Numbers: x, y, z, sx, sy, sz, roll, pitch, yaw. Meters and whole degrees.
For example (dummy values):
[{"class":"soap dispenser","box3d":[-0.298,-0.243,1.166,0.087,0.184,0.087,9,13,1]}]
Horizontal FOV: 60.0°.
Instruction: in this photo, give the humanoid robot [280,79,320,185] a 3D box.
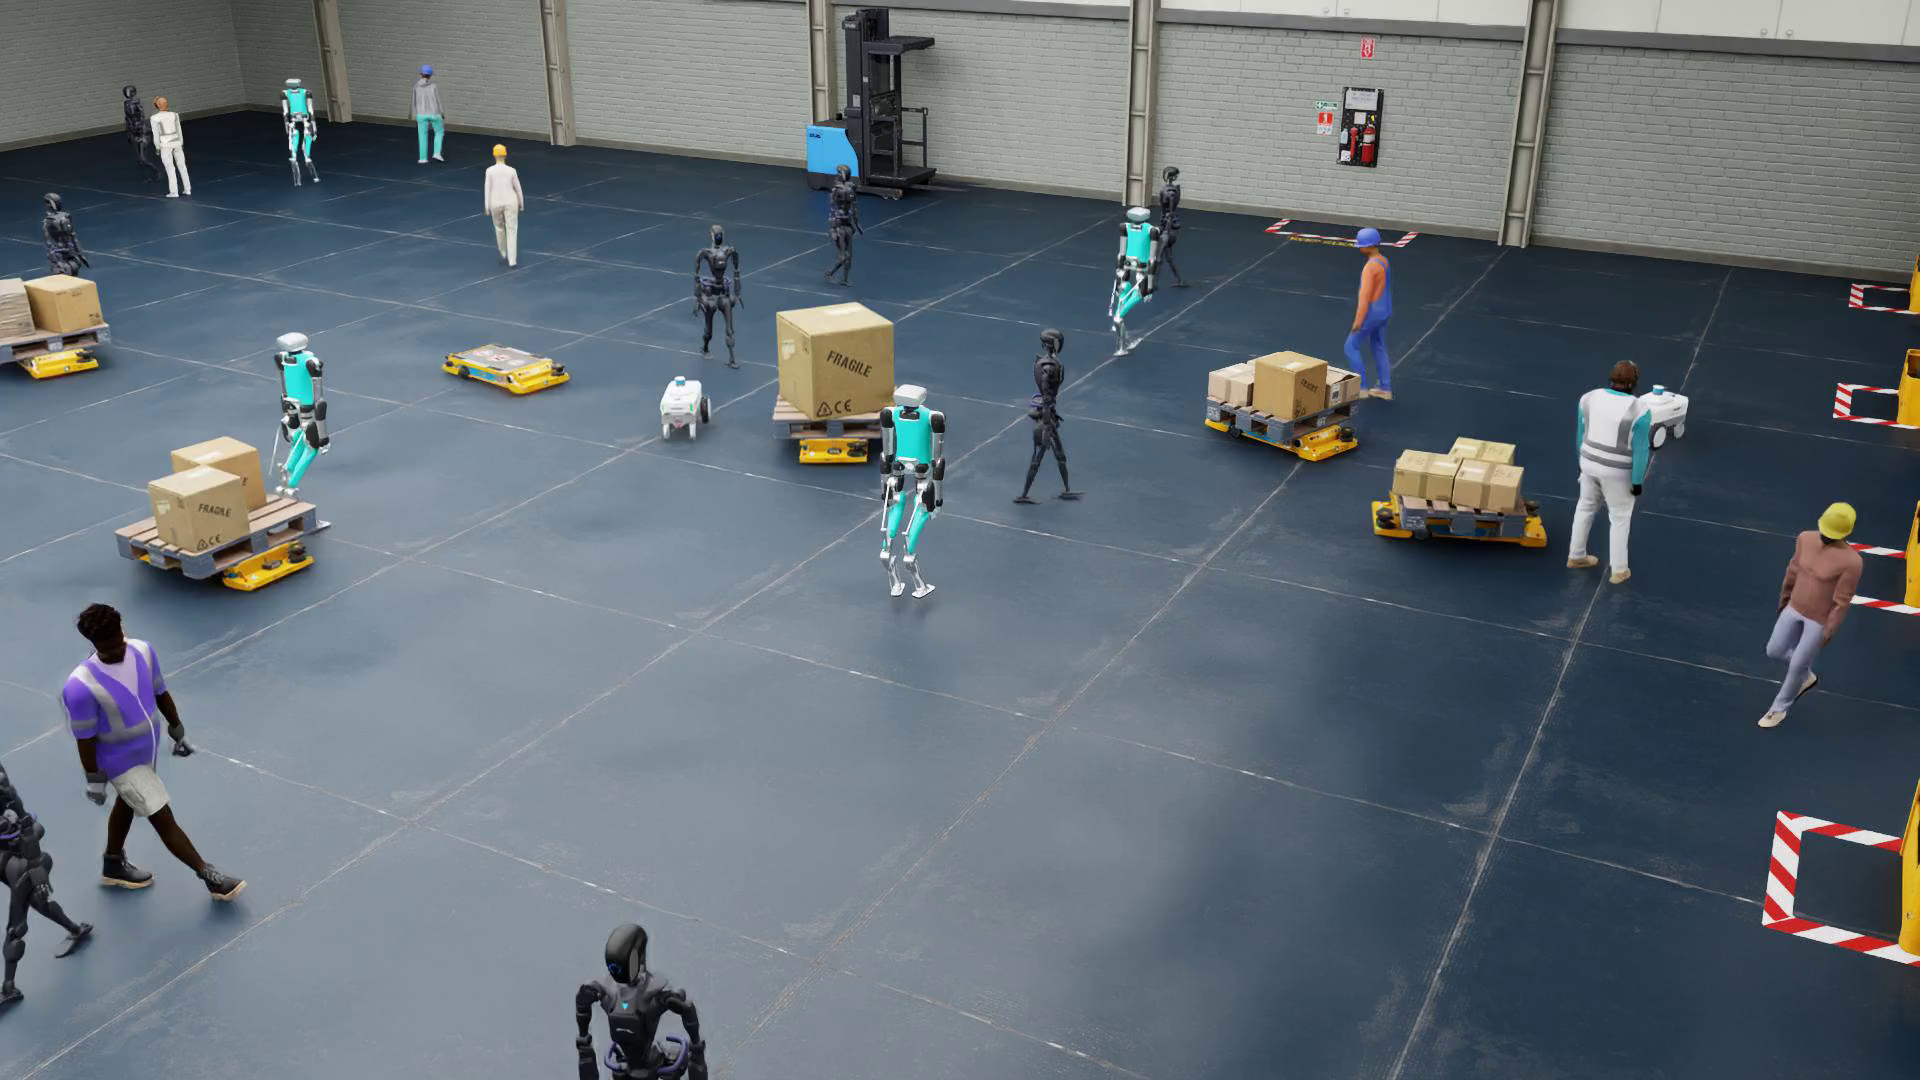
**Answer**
[{"class":"humanoid robot","box3d":[-11.331,-6.937,28.541,0.531,1.819,0.801,-5,24,-11]}]

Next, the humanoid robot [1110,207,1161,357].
[{"class":"humanoid robot","box3d":[1.912,-2.887,18.996,0.540,1.725,0.984,18,29,36]}]

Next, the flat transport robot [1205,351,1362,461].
[{"class":"flat transport robot","box3d":[3.270,-1.141,16.818,0.659,0.231,1.431,-19,30,-37]}]

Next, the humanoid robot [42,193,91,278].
[{"class":"humanoid robot","box3d":[-11.073,-3.460,20.479,0.697,1.648,0.608,3,23,7]}]

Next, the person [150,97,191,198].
[{"class":"person","box3d":[-13.102,-6.513,27.586,0.308,1.638,0.521,15,27,31]}]

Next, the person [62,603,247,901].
[{"class":"person","box3d":[-4.581,1.186,9.338,1.005,1.891,0.638,4,24,9]}]

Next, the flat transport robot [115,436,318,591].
[{"class":"flat transport robot","box3d":[-6.183,0.104,13.921,1.431,0.231,0.659,13,26,27]}]

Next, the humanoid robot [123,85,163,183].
[{"class":"humanoid robot","box3d":[-14.146,-7.004,28.682,0.596,1.643,0.388,14,27,30]}]

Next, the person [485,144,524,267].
[{"class":"person","box3d":[-6.397,-4.719,23.371,0.510,1.654,0.860,-4,24,-9]}]

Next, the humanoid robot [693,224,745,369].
[{"class":"humanoid robot","box3d":[-2.776,-2.796,18.945,0.610,1.638,0.747,-13,27,-28]}]

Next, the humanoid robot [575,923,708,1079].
[{"class":"humanoid robot","box3d":[-1.314,2.340,6.968,0.593,1.631,0.737,3,23,8]}]

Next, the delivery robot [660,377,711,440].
[{"class":"delivery robot","box3d":[-2.841,-1.377,17.019,0.499,0.605,0.781,-1,23,-1]}]

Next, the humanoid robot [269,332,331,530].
[{"class":"humanoid robot","box3d":[-5.750,-0.832,14.291,0.542,1.836,0.660,14,27,29]}]

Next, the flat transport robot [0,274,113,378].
[{"class":"flat transport robot","box3d":[-10.550,-2.160,19.191,0.659,0.231,1.431,-20,30,-39]}]

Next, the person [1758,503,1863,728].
[{"class":"person","box3d":[5.747,0.503,11.153,0.511,1.722,0.558,-9,25,-20]}]

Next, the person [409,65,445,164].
[{"class":"person","box3d":[-9.736,-7.741,30.304,0.671,1.756,0.406,-3,23,-8]}]

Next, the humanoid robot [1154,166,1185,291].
[{"class":"humanoid robot","box3d":[2.739,-4.126,22.014,0.601,1.646,0.596,-1,23,-3]}]

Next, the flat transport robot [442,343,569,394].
[{"class":"flat transport robot","box3d":[-5.105,-1.925,18.644,1.431,0.231,0.659,17,29,35]}]

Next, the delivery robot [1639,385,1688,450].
[{"class":"delivery robot","box3d":[6.961,-1.243,16.716,0.814,0.611,0.499,-16,28,-32]}]

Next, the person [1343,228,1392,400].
[{"class":"person","box3d":[4.378,-2.377,17.668,0.577,1.861,0.631,15,28,32]}]

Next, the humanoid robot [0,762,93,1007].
[{"class":"humanoid robot","box3d":[-4.996,1.616,8.672,0.610,1.617,0.786,10,25,21]}]

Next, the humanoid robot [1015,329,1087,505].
[{"class":"humanoid robot","box3d":[0.832,-1.097,14.958,0.670,1.631,0.610,3,23,7]}]

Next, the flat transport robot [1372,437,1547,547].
[{"class":"flat transport robot","box3d":[4.370,-0.188,14.600,1.431,0.231,0.659,4,24,10]}]

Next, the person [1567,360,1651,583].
[{"class":"person","box3d":[5.278,-0.570,13.526,0.430,1.828,0.651,-17,29,-35]}]

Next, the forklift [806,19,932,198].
[{"class":"forklift","box3d":[-1.573,-7.292,27.850,1.873,2.768,1.129,12,26,25]}]

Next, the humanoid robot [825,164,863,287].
[{"class":"humanoid robot","box3d":[-1.576,-4.196,22.158,0.412,1.642,0.590,15,27,31]}]

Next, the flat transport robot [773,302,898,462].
[{"class":"flat transport robot","box3d":[-1.227,-1.095,16.711,0.659,0.231,1.431,-1,23,-1]}]

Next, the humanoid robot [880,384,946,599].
[{"class":"humanoid robot","box3d":[-0.440,-0.315,12.866,0.533,1.677,0.735,8,24,18]}]
